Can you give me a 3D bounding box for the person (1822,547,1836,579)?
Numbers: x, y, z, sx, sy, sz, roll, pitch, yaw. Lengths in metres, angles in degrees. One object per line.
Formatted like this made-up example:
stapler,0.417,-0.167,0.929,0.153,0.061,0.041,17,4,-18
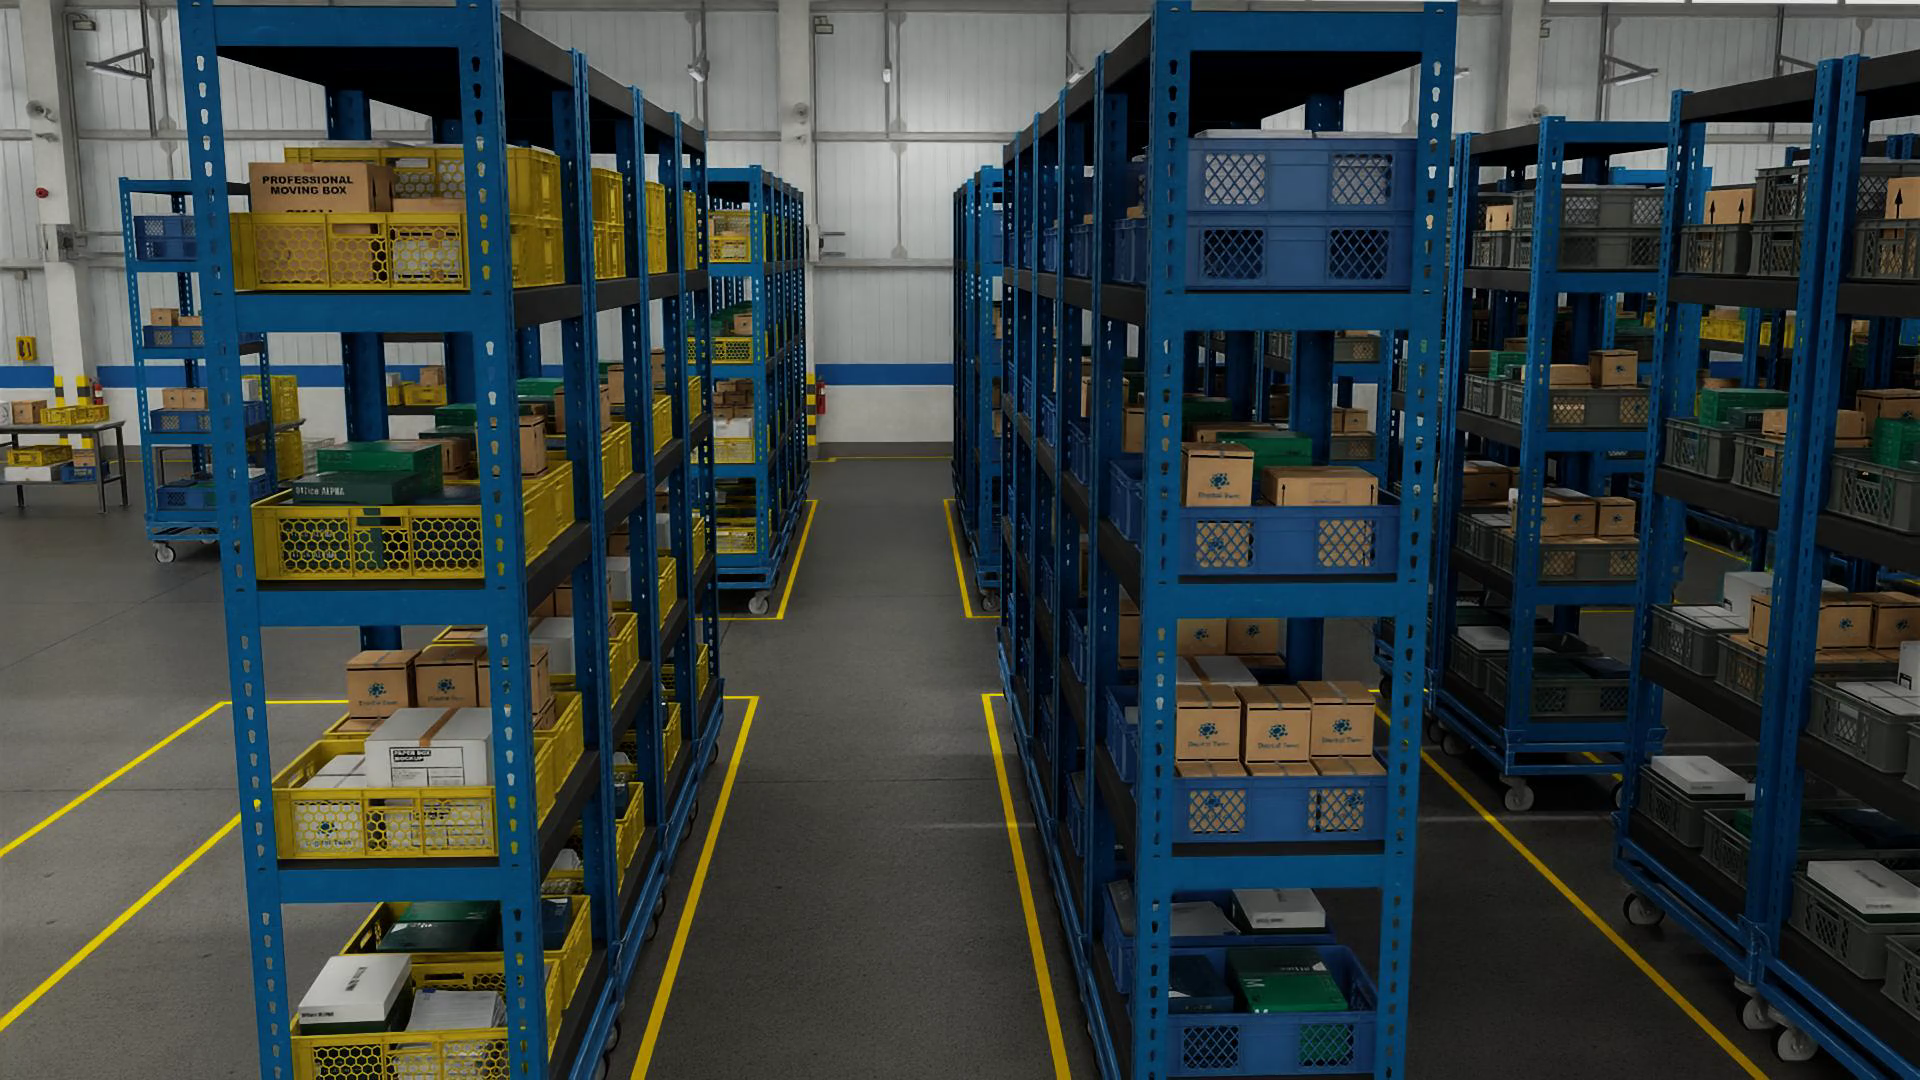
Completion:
person,6.794,-0.263,13.281,0.639,1.827,0.600,1,10,6
